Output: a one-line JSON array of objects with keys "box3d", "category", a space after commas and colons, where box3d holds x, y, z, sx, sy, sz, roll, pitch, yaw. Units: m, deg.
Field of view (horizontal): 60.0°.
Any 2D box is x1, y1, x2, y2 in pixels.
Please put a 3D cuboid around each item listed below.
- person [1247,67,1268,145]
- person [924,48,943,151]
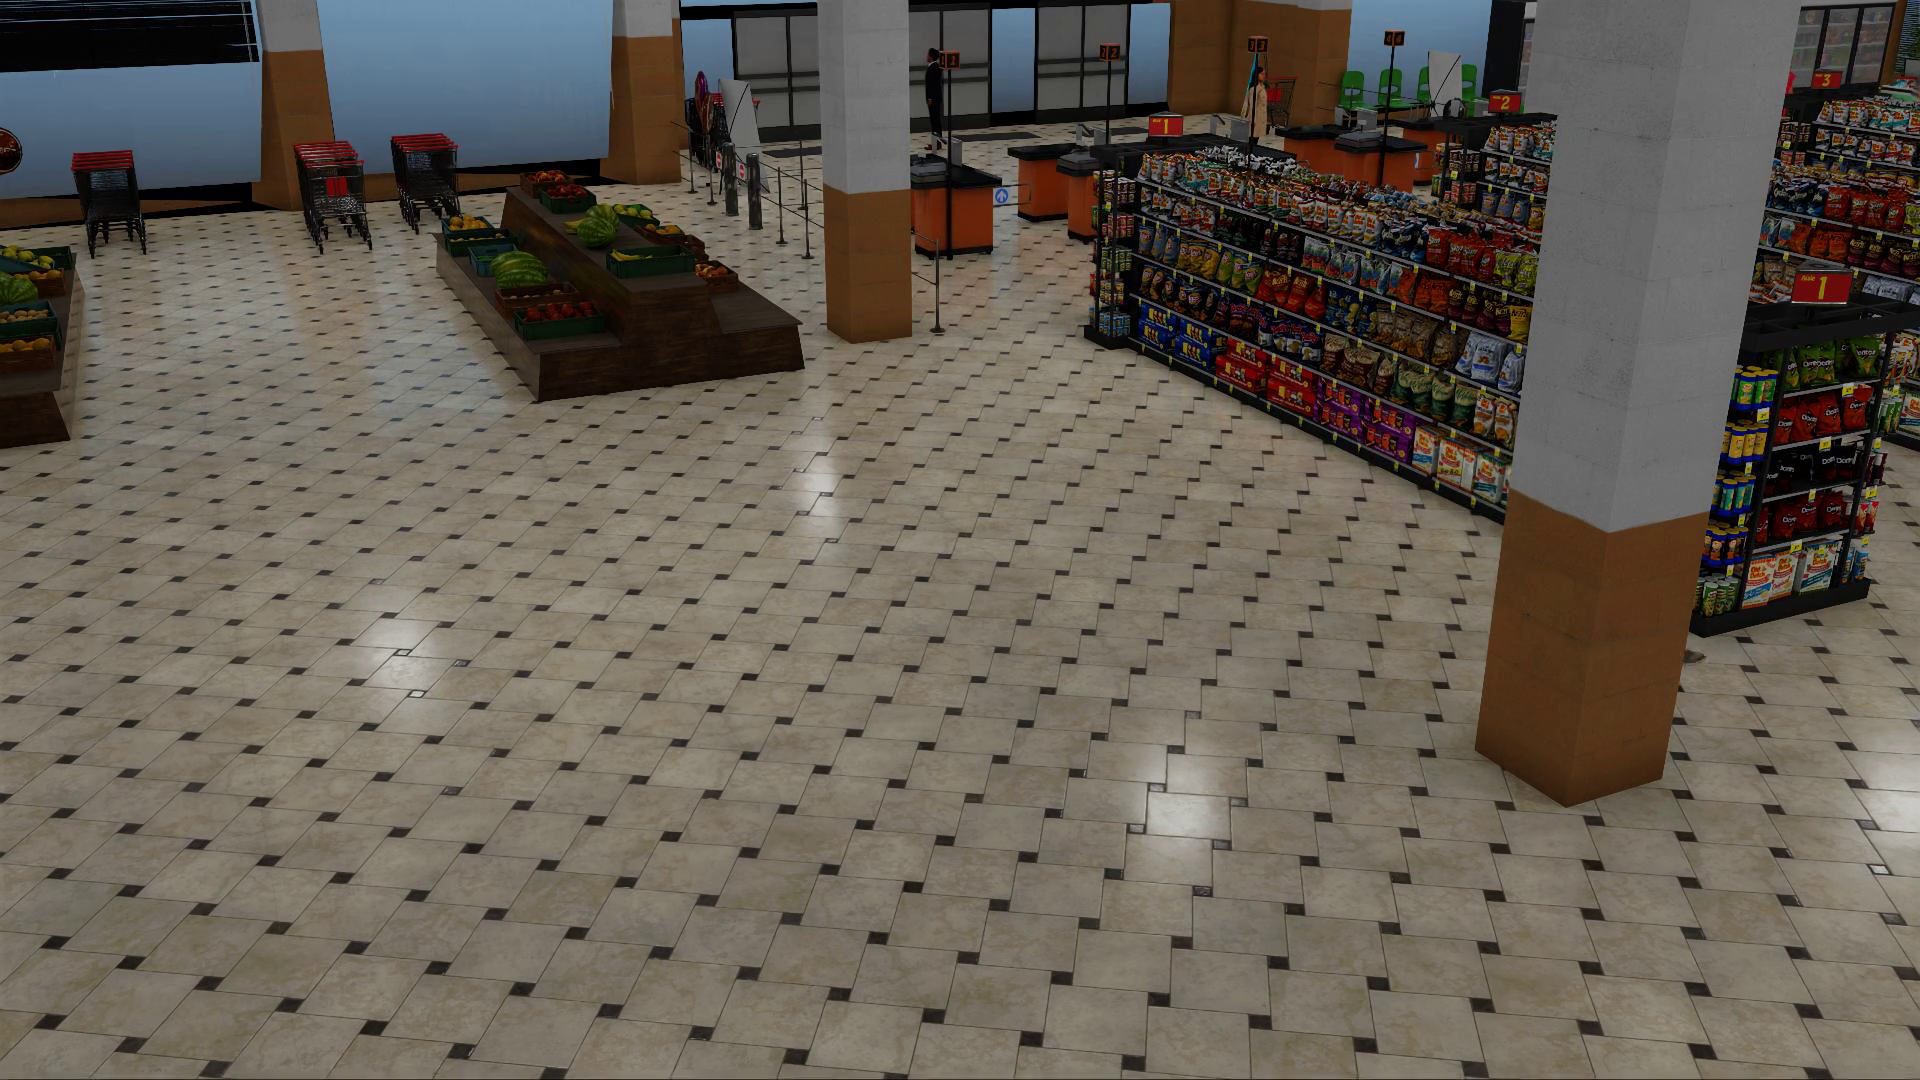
[{"box3d": [4.758, -6.762, 26.809, 0.733, 1.682, 0.707, 11, 24, 25], "category": "person"}, {"box3d": [-0.453, -7.731, 29.164, 0.764, 1.725, 0.677, 5, 23, 13], "category": "person"}]
